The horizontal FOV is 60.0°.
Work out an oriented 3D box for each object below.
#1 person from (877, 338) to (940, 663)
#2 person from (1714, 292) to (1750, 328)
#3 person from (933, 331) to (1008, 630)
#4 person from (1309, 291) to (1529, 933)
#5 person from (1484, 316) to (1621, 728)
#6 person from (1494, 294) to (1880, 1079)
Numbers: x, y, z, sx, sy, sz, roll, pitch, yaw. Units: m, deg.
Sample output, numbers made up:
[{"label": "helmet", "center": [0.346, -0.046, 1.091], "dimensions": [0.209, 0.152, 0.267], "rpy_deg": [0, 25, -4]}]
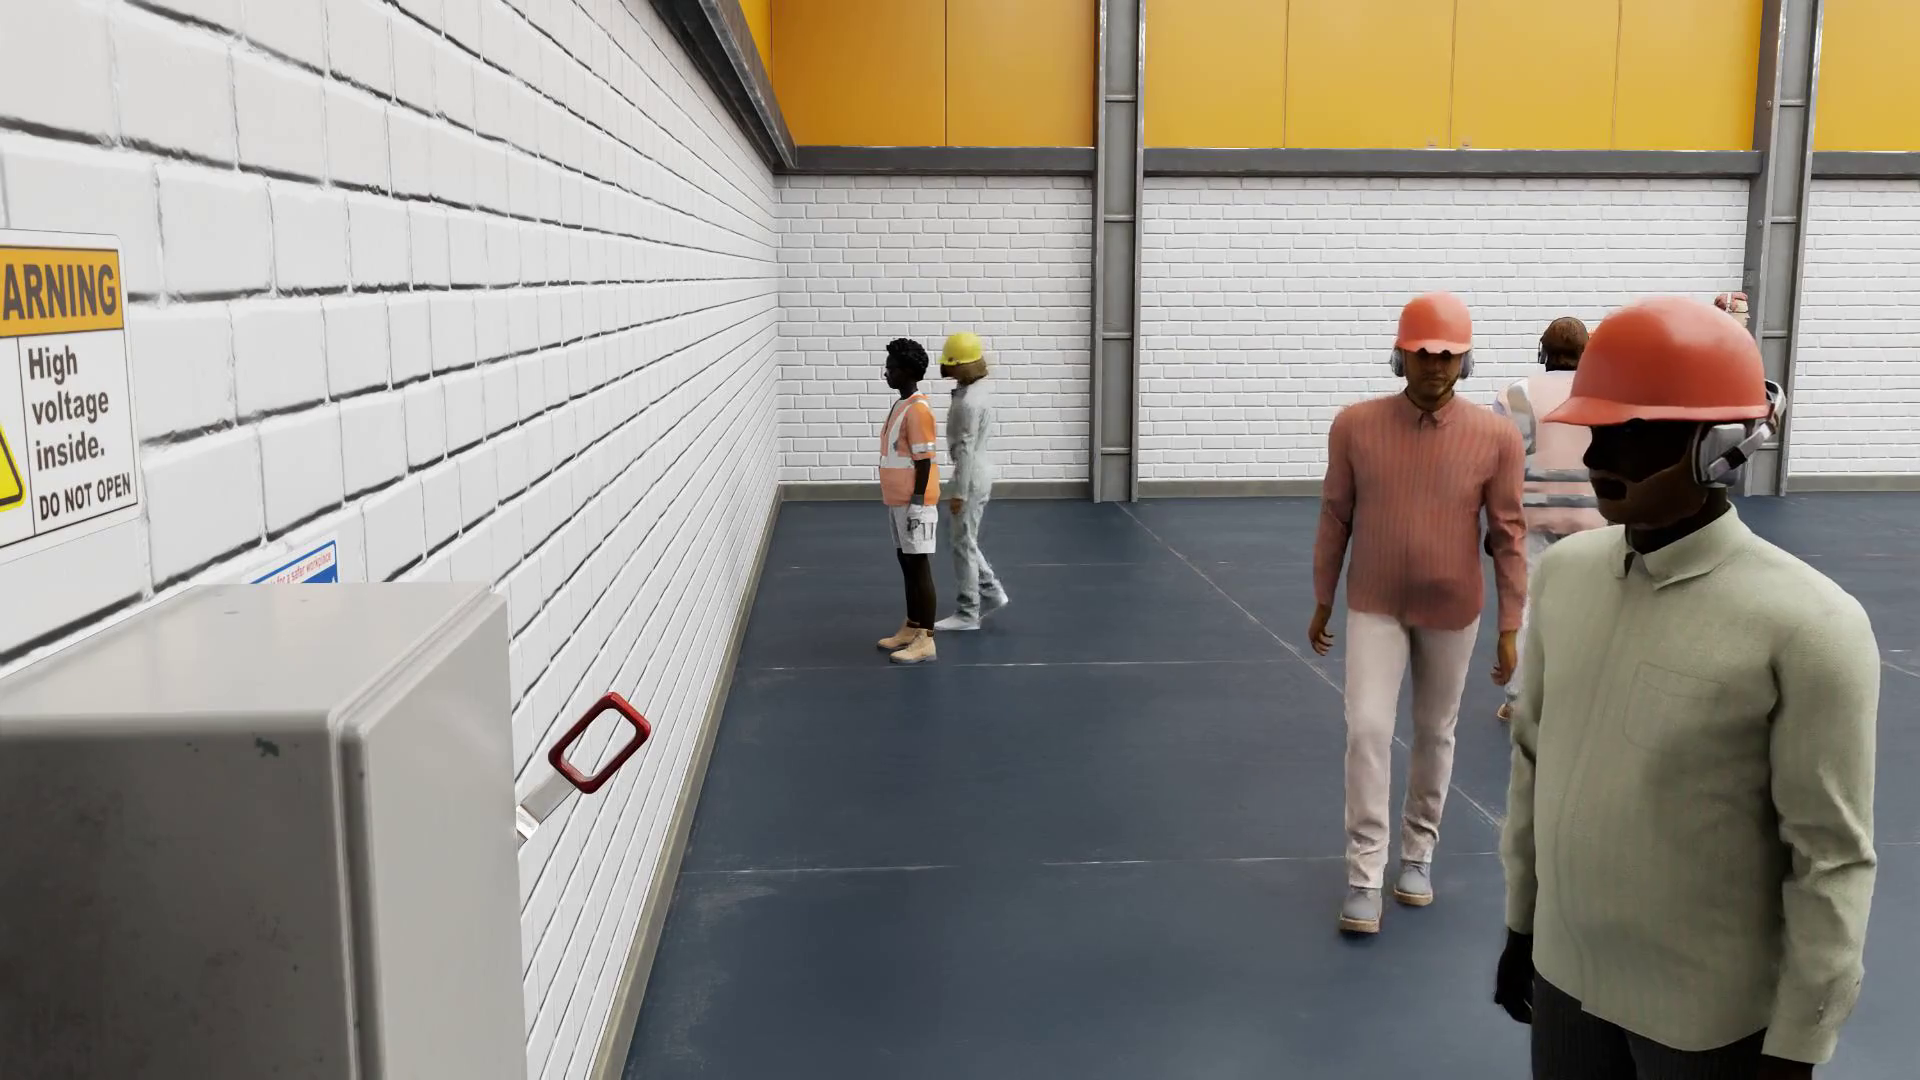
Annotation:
[{"label": "person", "center": [-0.273, -0.208, 8.739], "dimensions": [0.315, 1.695, 0.541], "rpy_deg": [-2, 9, -14]}, {"label": "person", "center": [5.383, -0.795, 11.771], "dimensions": [0.401, 1.906, 0.651], "rpy_deg": [3, 10, 18]}, {"label": "person", "center": [0.054, -0.320, 9.378], "dimensions": [0.419, 1.712, 0.534], "rpy_deg": [0, 9, 0]}, {"label": "person", "center": [1.403, 0.232, 5.118], "dimensions": [0.652, 1.962, 0.825], "rpy_deg": [3, 9, 15]}, {"label": "person", "center": [2.645, -0.065, 7.388], "dimensions": [0.633, 1.842, 0.429], "rpy_deg": [2, 9, 10]}, {"label": "person", "center": [1.013, 0.642, 2.470], "dimensions": [0.395, 1.993, 0.614], "rpy_deg": [-4, 10, -22]}]
